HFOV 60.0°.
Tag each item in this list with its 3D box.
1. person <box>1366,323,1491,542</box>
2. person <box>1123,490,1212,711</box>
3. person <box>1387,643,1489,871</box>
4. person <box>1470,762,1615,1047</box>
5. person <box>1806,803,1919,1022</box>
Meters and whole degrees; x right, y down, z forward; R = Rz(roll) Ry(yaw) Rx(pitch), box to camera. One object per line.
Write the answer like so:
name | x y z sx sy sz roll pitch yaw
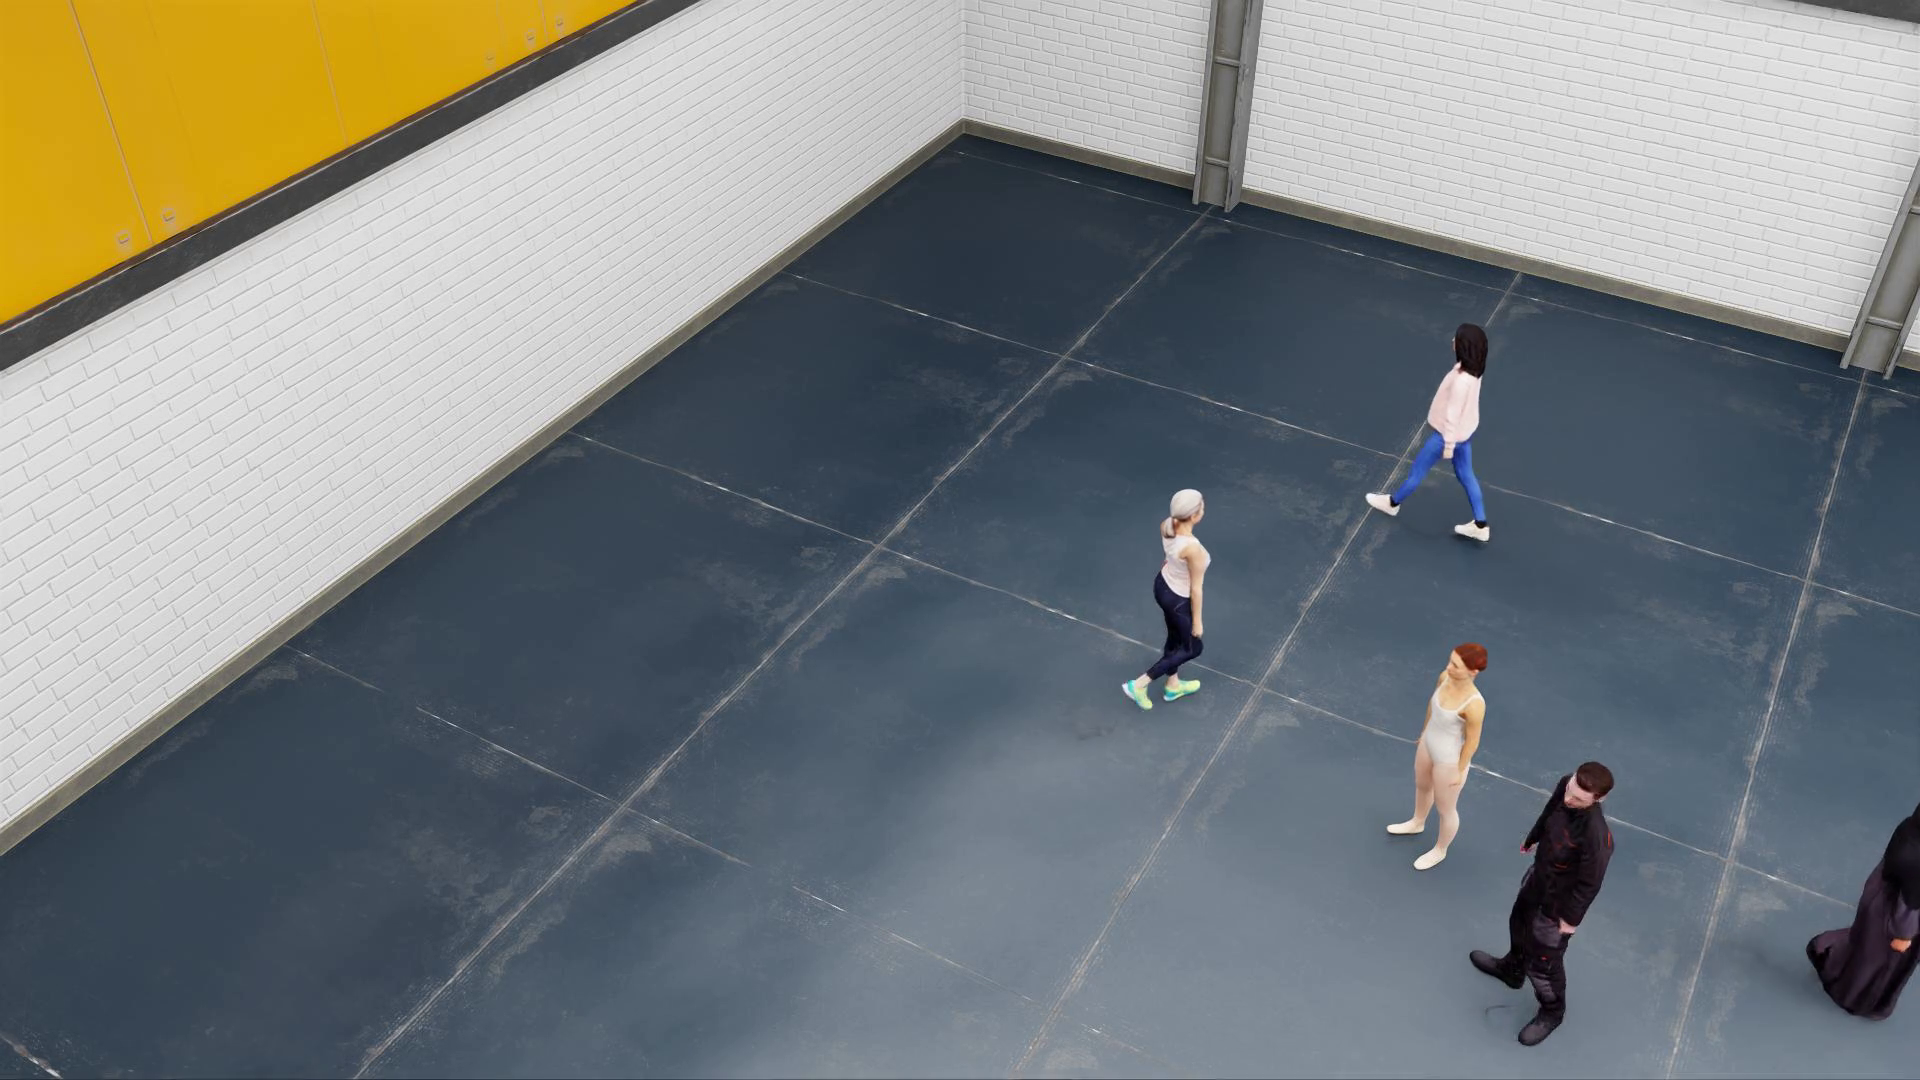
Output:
person | 3.597 -0.712 11.846 1.192 1.717 0.747 24 45 27
person | 1.303 0.416 10.451 0.948 1.695 0.908 -13 40 -16
person | 2.774 1.213 9.495 0.669 1.643 0.599 -12 40 -15
person | 3.065 1.787 8.569 0.867 1.902 0.894 7 39 8
person | 4.822 1.878 8.691 0.762 1.607 0.608 21 43 24
